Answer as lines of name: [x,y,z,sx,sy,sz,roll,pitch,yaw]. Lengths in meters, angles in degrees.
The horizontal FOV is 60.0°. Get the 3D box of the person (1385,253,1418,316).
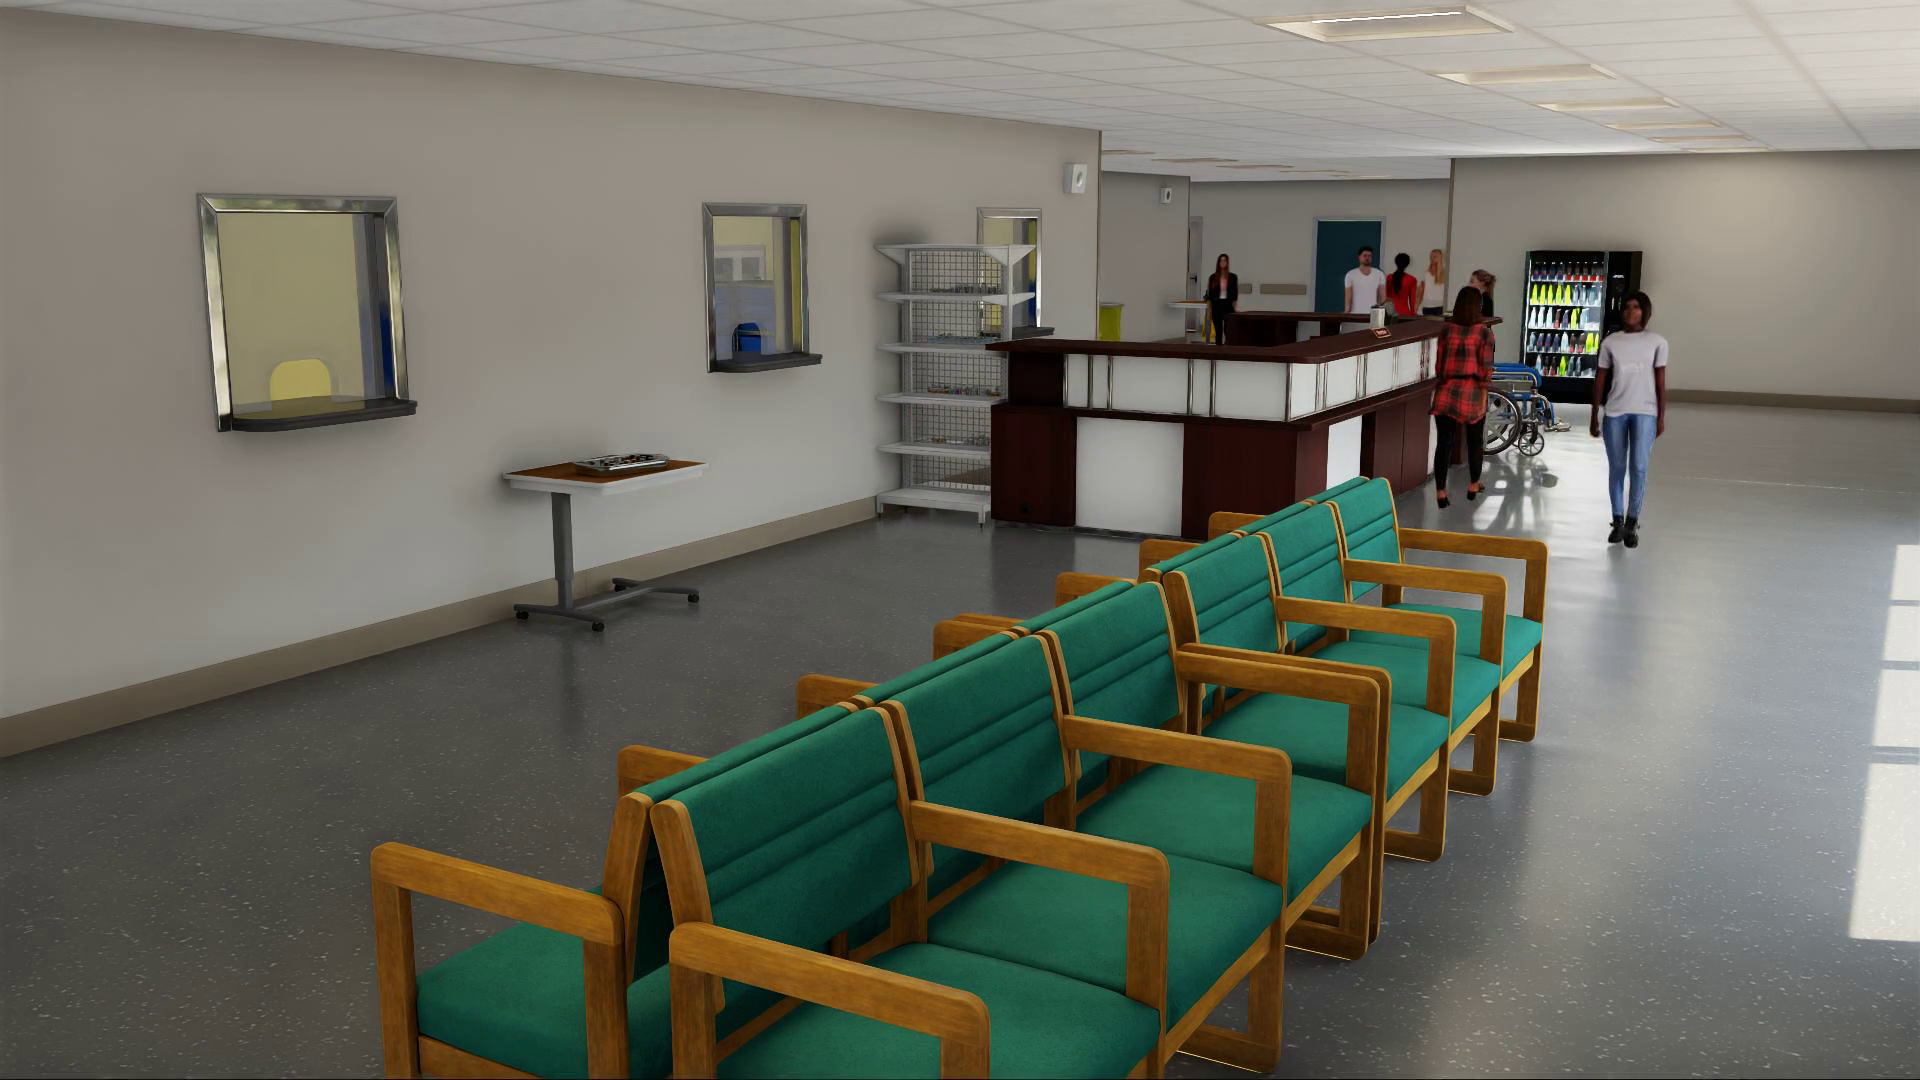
person: [5.806,-2.884,22.007,1.117,1.757,1.076,-1,11,-4]

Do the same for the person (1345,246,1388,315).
person: [5.224,-2.856,21.576,1.072,1.861,1.066,-1,11,-4]

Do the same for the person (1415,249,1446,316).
person: [6.866,-3.260,23.952,1.119,1.769,0.854,9,14,40]

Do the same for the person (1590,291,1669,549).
person: [4.530,-0.813,11.232,0.682,1.703,0.667,6,12,28]

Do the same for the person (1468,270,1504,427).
person: [5.391,-1.888,16.940,0.718,1.689,0.630,6,12,29]

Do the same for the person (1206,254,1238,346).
person: [4.042,-3.537,25.598,0.635,1.700,0.748,2,11,11]

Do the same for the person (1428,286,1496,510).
person: [3.722,-1.025,12.482,1.025,1.655,0.727,7,13,34]
